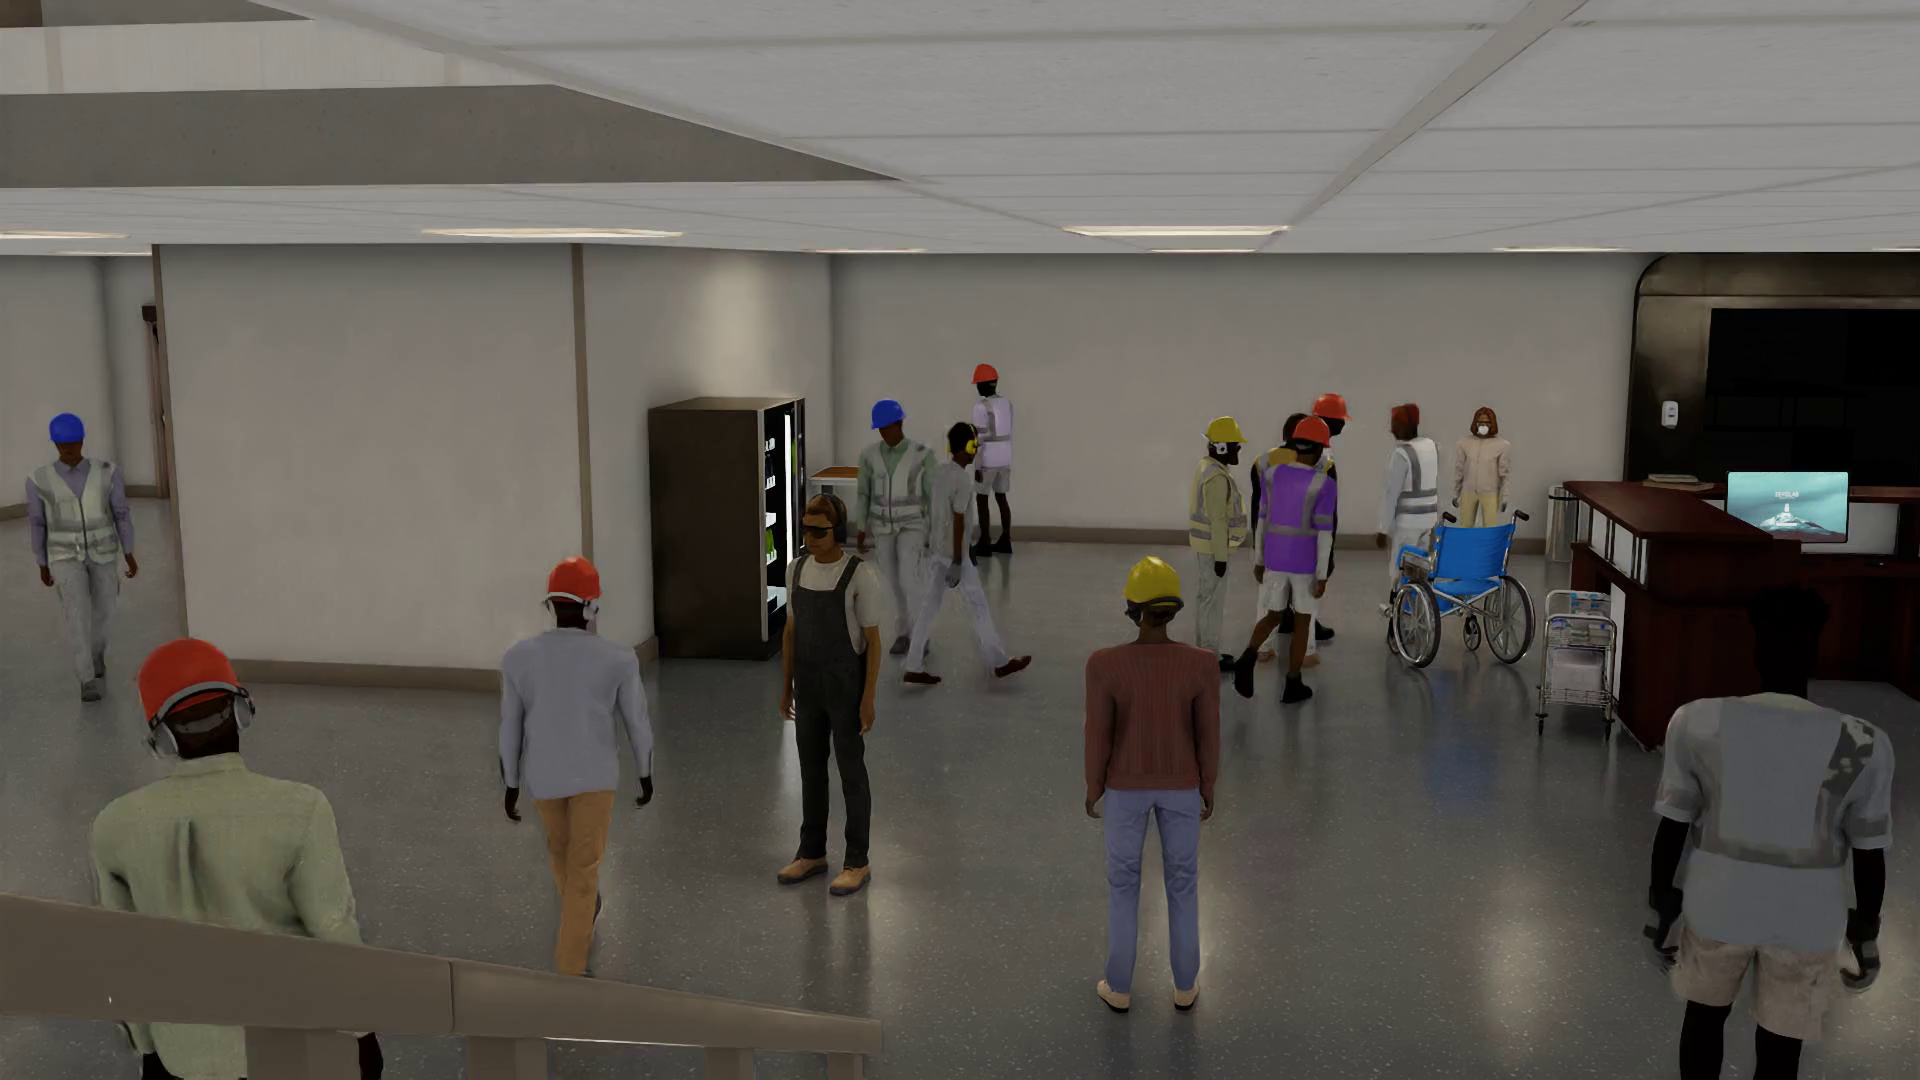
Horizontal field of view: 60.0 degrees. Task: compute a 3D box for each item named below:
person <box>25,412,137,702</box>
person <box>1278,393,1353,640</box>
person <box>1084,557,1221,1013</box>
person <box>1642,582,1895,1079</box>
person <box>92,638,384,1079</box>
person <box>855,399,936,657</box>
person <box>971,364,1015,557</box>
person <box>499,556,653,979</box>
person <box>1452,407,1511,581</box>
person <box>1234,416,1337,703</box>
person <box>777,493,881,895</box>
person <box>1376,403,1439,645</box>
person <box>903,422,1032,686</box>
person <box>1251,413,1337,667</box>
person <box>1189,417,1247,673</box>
[{"bbox_3d":[-5.953,0.076,11.275,0.602,1.919,0.927,-6,11,-35],"label":"person"},{"bbox_3d":[2.751,-0.177,12.864,0.512,1.911,0.545,0,9,-1],"label":"person"},{"bbox_3d":[0.731,0.941,6.378,0.526,1.772,0.304,0,9,-2],"label":"person"},{"bbox_3d":[2.362,1.093,4.884,0.625,1.948,0.418,5,11,30],"label":"person"},{"bbox_3d":[-1.772,1.226,4.057,0.667,1.954,0.640,1,9,5],"label":"person"},{"bbox_3d":[-0.460,-0.079,12.226,0.614,1.912,0.592,3,10,18],"label":"person"},{"bbox_3d":[0.314,-0.794,16.596,0.410,1.924,0.579,8,12,41],"label":"person"},{"bbox_3d":[-1.532,0.916,6.729,0.585,1.696,0.905,1,9,6],"label":"person"},{"bbox_3d":[4.718,-0.394,15.066,0.504,1.627,0.285,6,11,31],"label":"person"},{"bbox_3d":[2.125,0.157,10.802,0.591,1.904,0.697,8,12,39],"label":"person"},{"bbox_3d":[-0.608,0.698,7.636,0.513,1.843,0.334,5,11,30],"label":"person"},{"bbox_3d":[3.489,-0.124,12.708,0.649,1.852,0.457,-8,12,-42],"label":"person"},{"bbox_3d":[0.009,0.097,11.444,0.940,1.814,0.494,-5,11,-30],"label":"person"},{"bbox_3d":[2.409,-0.003,12.031,0.626,1.832,0.432,4,10,25],"label":"person"},{"bbox_3d":[1.828,0.036,11.799,0.403,1.828,0.596,0,9,1],"label":"person"}]
